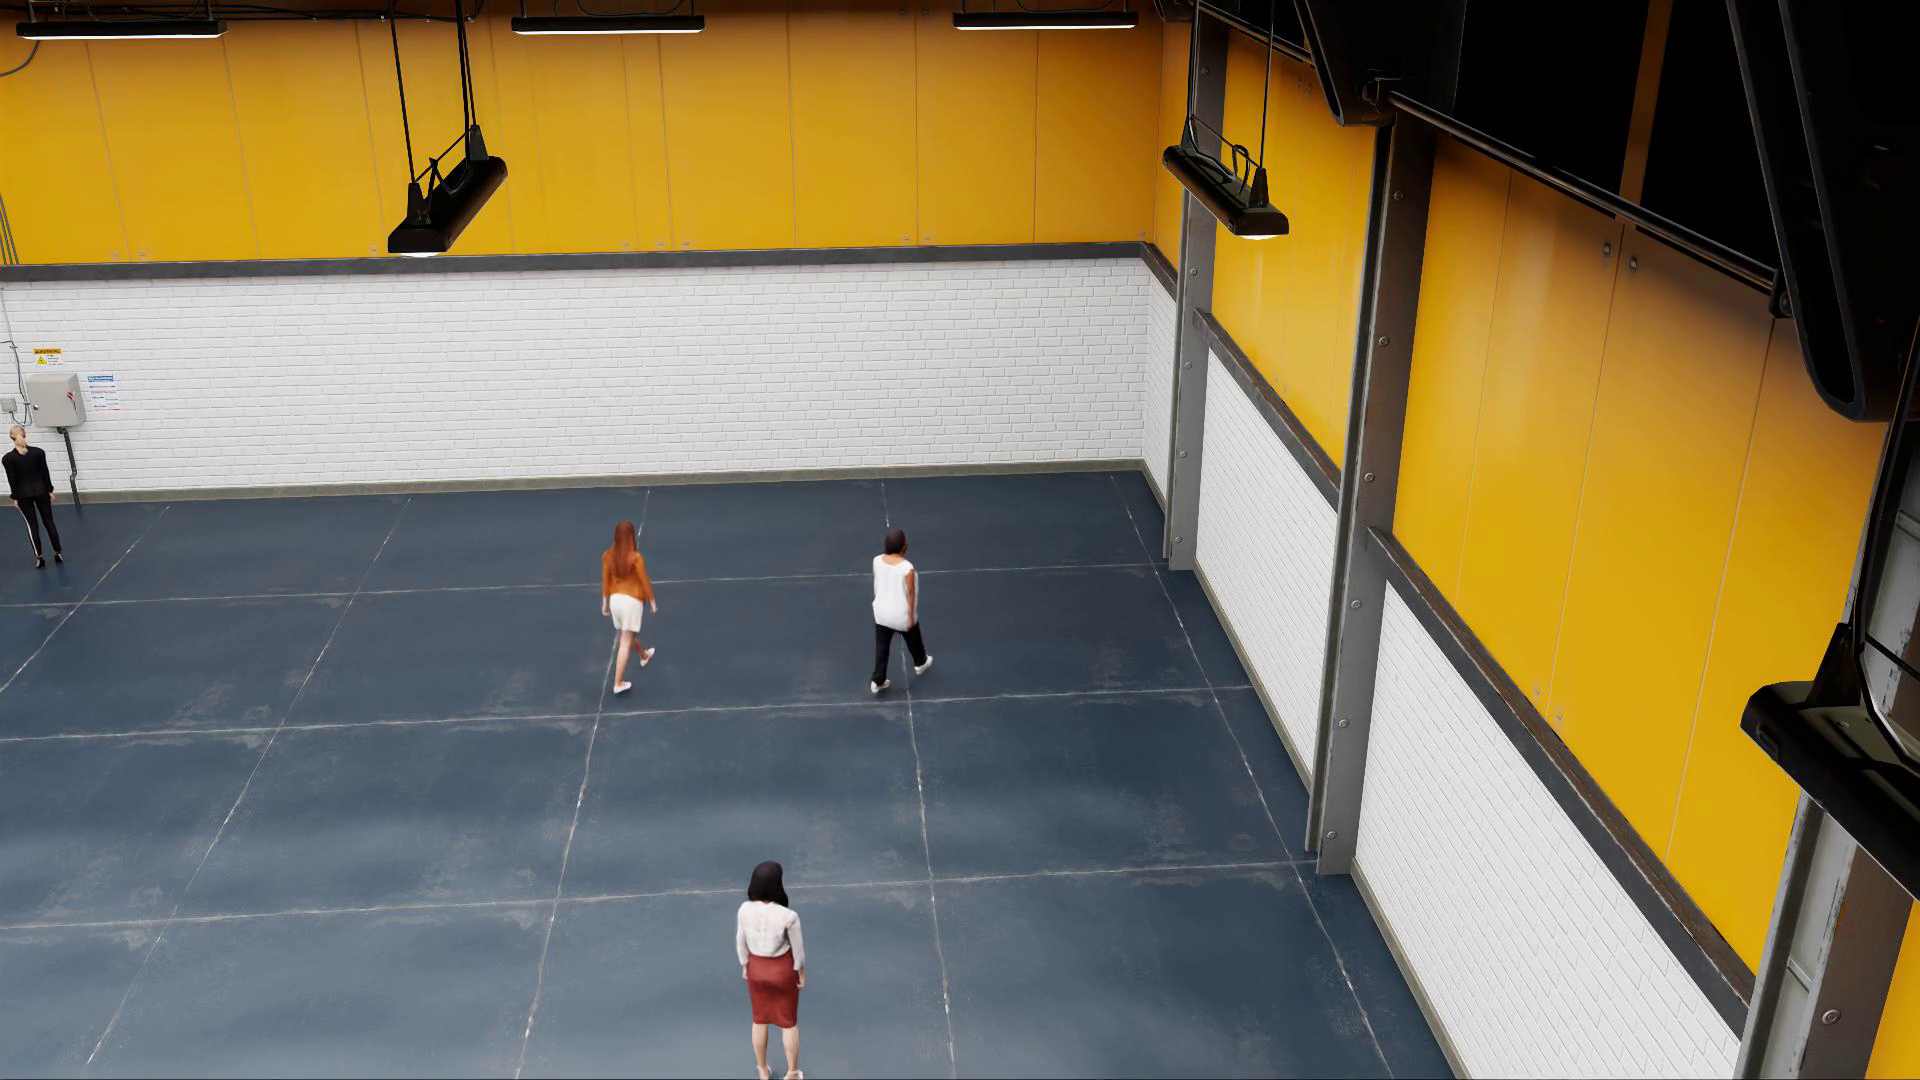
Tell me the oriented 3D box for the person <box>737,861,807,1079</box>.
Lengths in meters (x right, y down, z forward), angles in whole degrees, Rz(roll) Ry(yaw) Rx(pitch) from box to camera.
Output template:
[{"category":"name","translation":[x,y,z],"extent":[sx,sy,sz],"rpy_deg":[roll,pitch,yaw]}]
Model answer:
[{"category":"person","translation":[-1.247,2.901,11.057],"extent":[0.658,1.750,0.611],"rpy_deg":[5,24,11]}]

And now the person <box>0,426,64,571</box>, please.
[{"category":"person","translation":[-10.512,-0.488,18.862],"extent":[0.695,1.707,0.724],"rpy_deg":[-19,30,-37]}]

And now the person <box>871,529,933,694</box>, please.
[{"category":"person","translation":[-0.663,0.715,16.186],"extent":[1.064,1.647,1.179],"rpy_deg":[15,28,30]}]

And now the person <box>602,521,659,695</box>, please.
[{"category":"person","translation":[-3.289,0.688,16.216],"extent":[0.965,1.672,1.209],"rpy_deg":[9,25,21]}]
